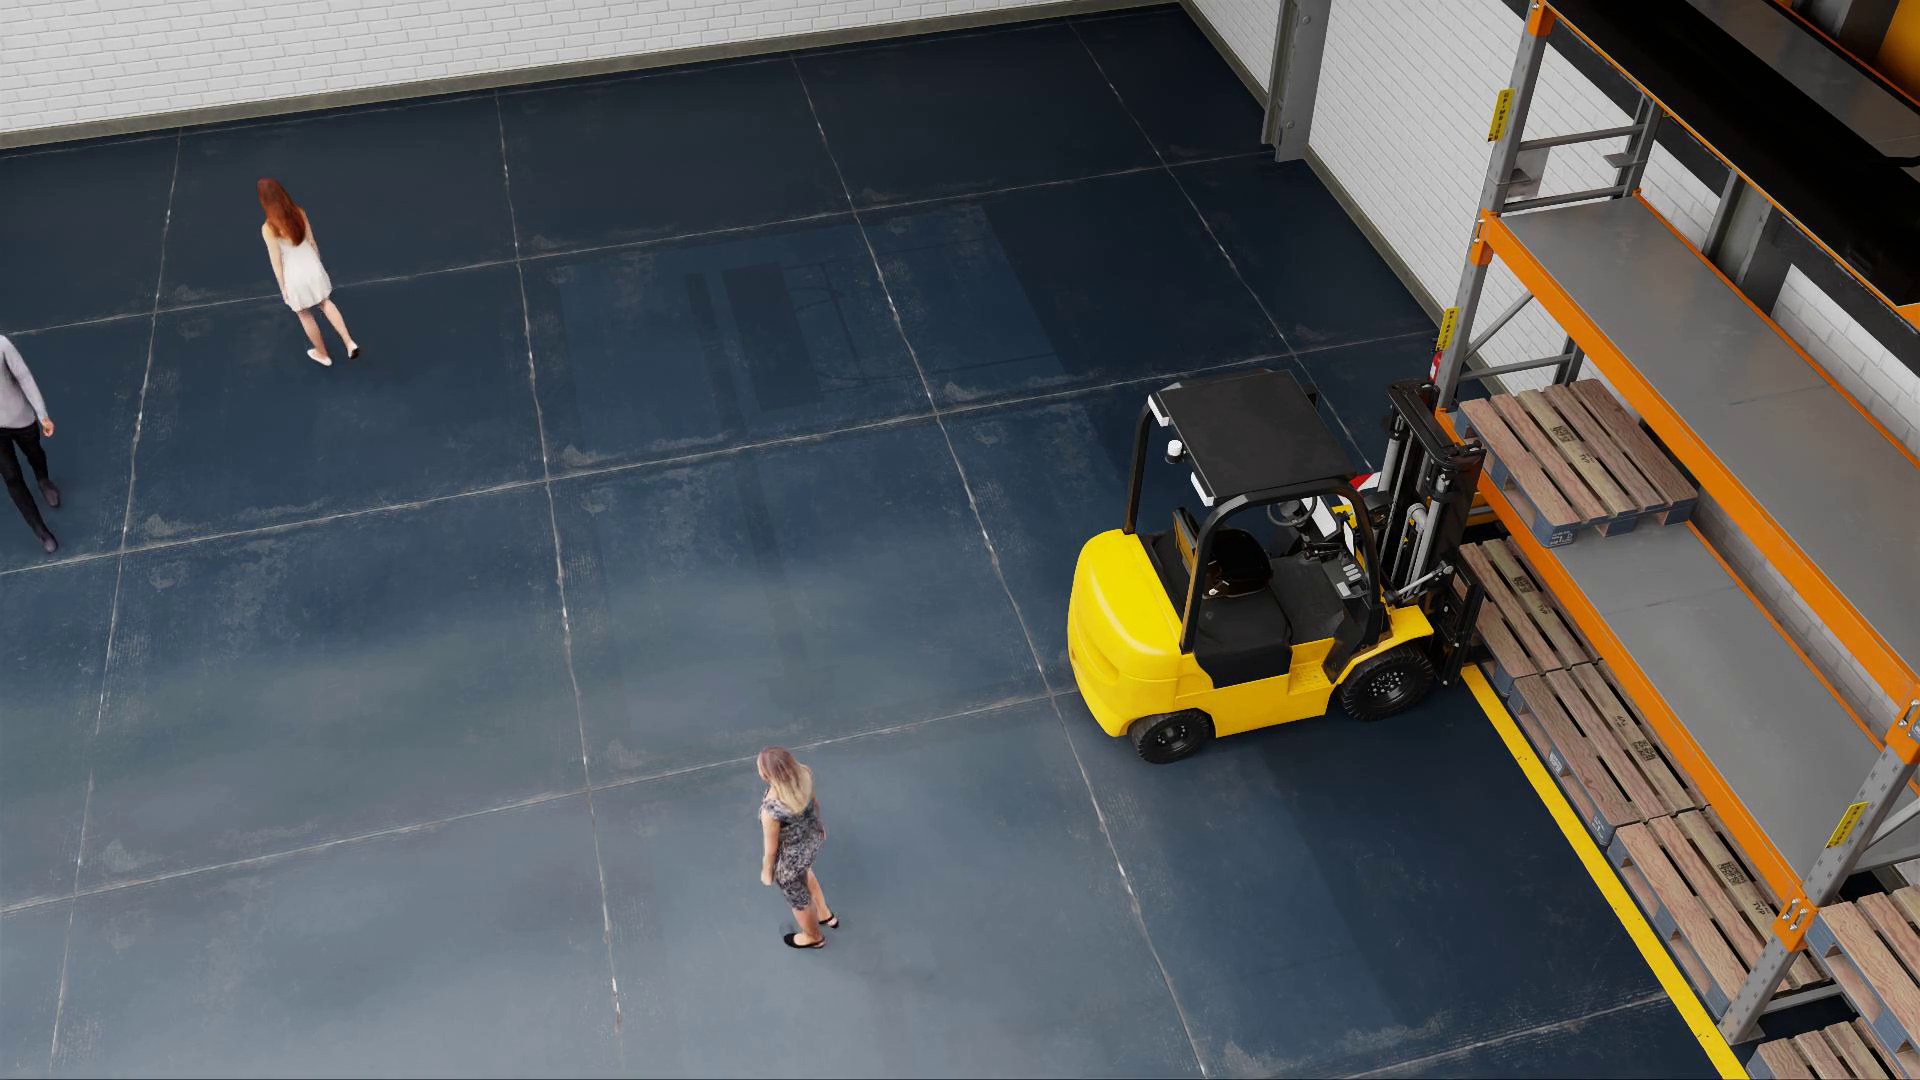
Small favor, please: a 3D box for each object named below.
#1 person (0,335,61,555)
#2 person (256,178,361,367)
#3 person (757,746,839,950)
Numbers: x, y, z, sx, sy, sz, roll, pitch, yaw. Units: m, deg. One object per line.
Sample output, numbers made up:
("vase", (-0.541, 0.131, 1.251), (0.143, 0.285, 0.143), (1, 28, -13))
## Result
("person", (-6.642, -0.883, 11.513), (1.029, 1.868, 1.320), (-27, 50, -25))
("person", (-5.013, -2.015, 12.826), (0.923, 1.697, 0.823), (29, 51, 27))
("person", (-0.804, 1.711, 8.921), (0.793, 1.689, 0.729), (18, 47, 18))
